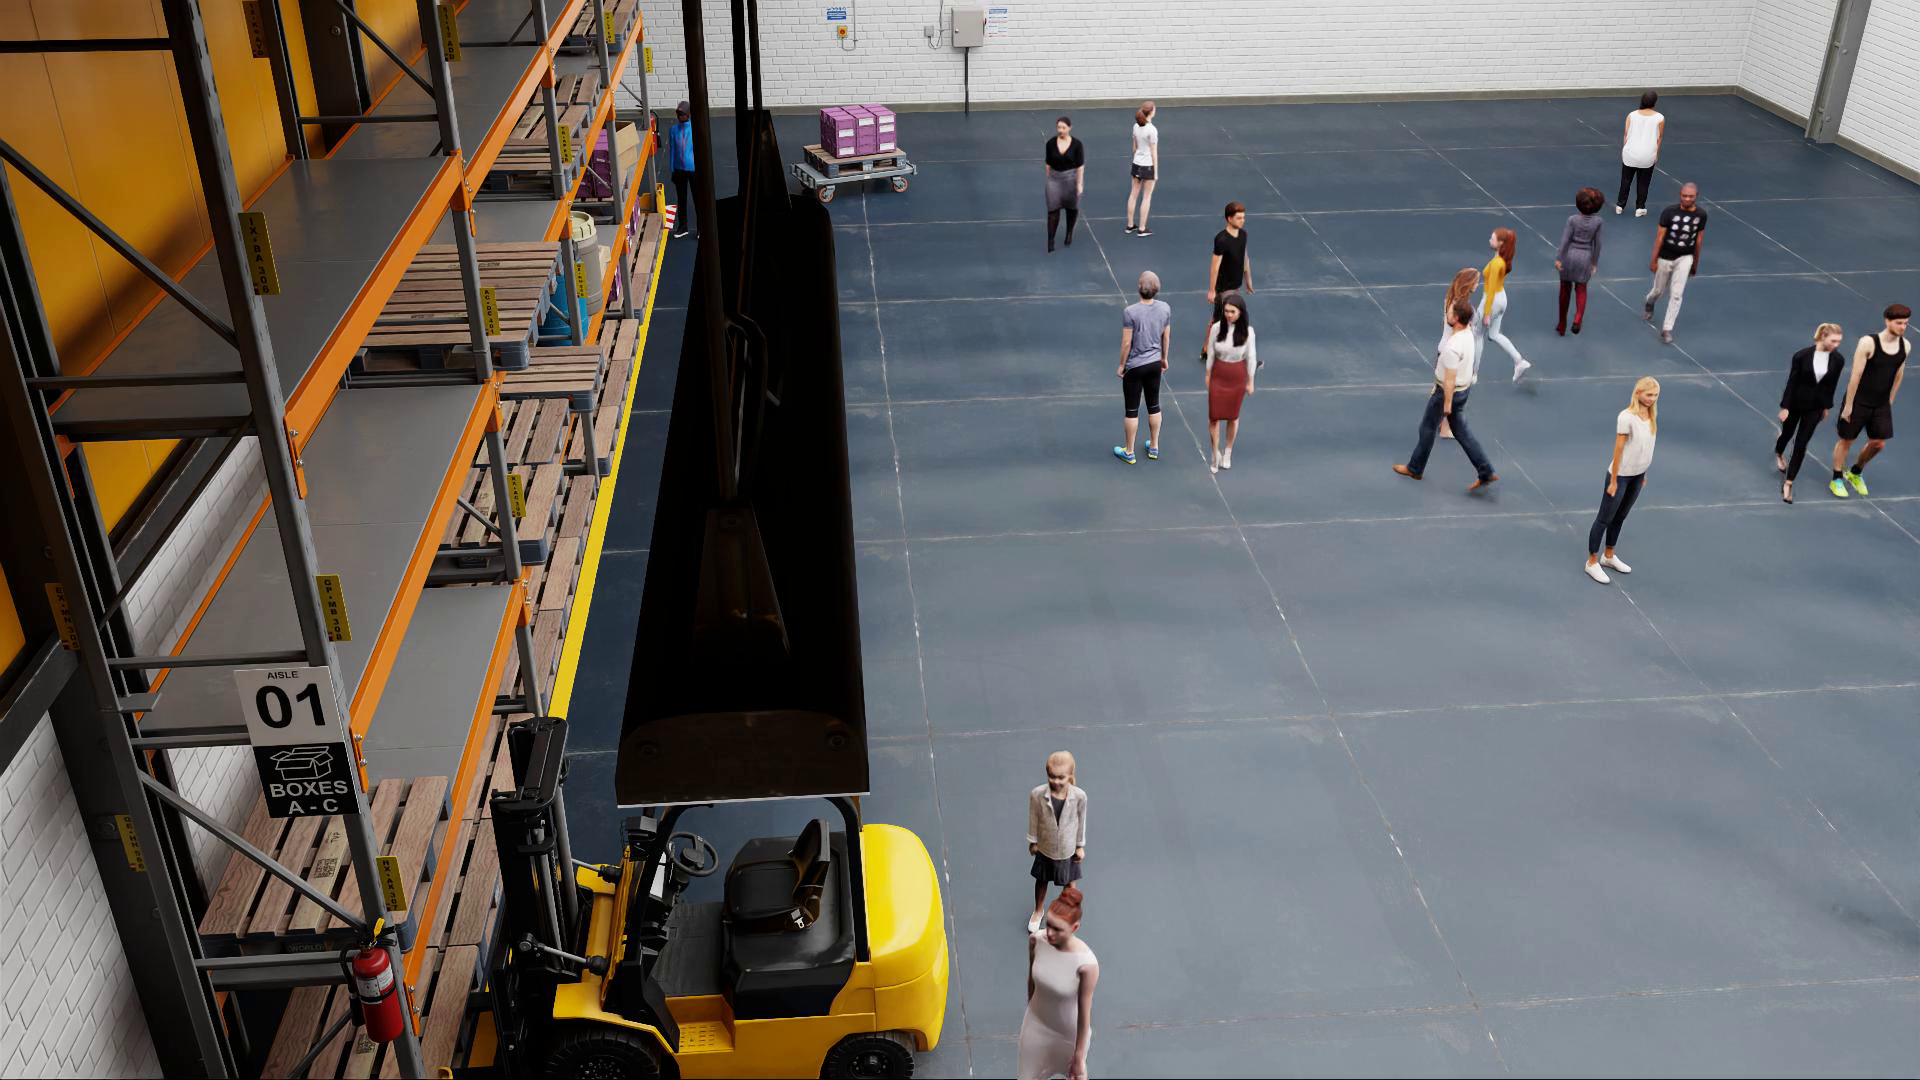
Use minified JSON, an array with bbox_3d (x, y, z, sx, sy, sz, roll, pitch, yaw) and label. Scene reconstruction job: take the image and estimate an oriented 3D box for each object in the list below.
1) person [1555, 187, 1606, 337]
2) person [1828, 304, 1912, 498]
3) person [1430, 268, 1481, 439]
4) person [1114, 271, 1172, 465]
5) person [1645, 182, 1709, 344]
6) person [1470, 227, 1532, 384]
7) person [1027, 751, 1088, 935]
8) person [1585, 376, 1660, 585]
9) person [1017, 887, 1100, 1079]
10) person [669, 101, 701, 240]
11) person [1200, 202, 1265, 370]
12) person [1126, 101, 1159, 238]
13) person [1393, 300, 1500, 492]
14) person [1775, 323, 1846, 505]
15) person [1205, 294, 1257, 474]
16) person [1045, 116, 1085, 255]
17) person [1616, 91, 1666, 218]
[{"bbox_3d":[6.922,-3.064,18.616,0.695,1.697,0.833,4,29,7],"label":"person"},{"bbox_3d":[8.244,-1.303,15.196,0.711,1.880,0.642,0,29,0],"label":"person"},{"bbox_3d":[4.850,-1.849,16.360,0.695,1.725,0.540,-8,30,-14],"label":"person"},{"bbox_3d":[1.741,-1.648,15.821,0.728,1.887,0.663,-10,30,-18],"label":"person"},{"bbox_3d":[8.029,-3.161,18.705,0.861,1.783,1.133,6,29,11],"label":"person"},{"bbox_3d":[5.656,-2.415,17.391,1.051,1.730,1.030,18,34,30],"label":"person"},{"bbox_3d":[0.591,1.829,10.087,0.552,1.275,0.566,3,29,6],"label":"person"},{"bbox_3d":[5.531,-0.531,13.859,0.675,1.807,0.671,-18,33,-30],"label":"person"},{"bbox_3d":[0.567,2.437,8.454,0.891,1.771,0.963,20,34,32],"label":"person"},{"bbox_3d":[-3.564,-4.858,21.796,0.663,1.802,0.624,5,29,8],"label":"person"},{"bbox_3d":[2.801,-2.748,17.896,1.184,1.832,1.128,21,35,34],"label":"person"},{"bbox_3d":[2.415,-4.892,21.917,0.710,1.746,0.636,-25,37,-37],"label":"person"},{"bbox_3d":[4.602,-1.291,15.236,1.267,1.821,1.230,21,35,33],"label":"person"},{"bbox_3d":[7.727,-1.230,15.293,0.874,1.660,1.153,8,30,14],"label":"person"},{"bbox_3d":[2.546,-1.504,15.714,0.732,1.737,0.757,7,29,12],"label":"person"},{"bbox_3d":[1.364,-4.577,21.369,0.881,1.717,1.151,6,29,10],"label":"person"},{"bbox_3d":[9.284,-5.287,22.702,0.764,1.687,0.806,18,33,29],"label":"person"}]
